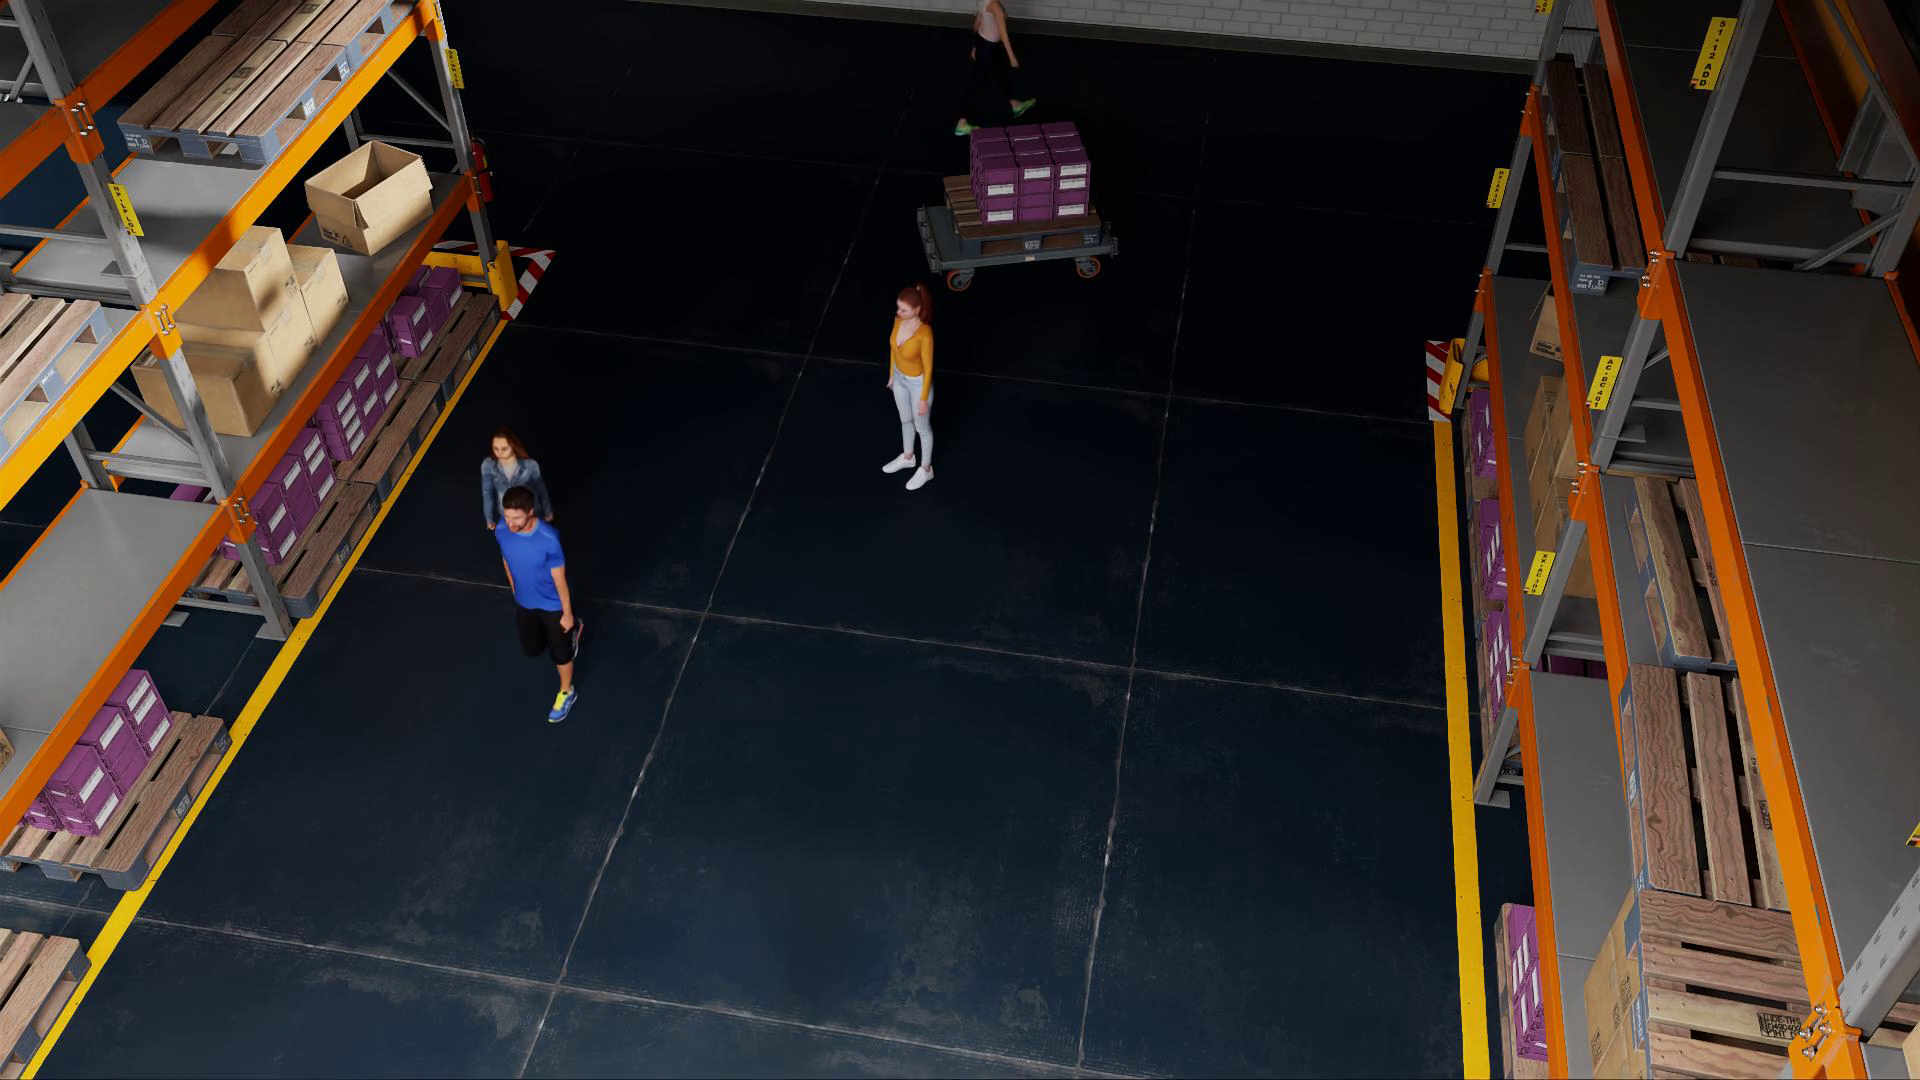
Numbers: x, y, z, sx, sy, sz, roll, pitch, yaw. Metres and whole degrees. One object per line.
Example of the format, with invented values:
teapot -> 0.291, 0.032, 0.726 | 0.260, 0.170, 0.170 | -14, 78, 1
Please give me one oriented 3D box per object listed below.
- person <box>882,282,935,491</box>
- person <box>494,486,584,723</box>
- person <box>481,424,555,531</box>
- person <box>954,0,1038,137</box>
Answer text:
person -> -0.339, -1.143, 12.115 | 0.742, 1.757, 0.693 | -30, 51, -28
person -> -2.590, 0.324, 10.506 | 0.661, 1.853, 0.934 | 11, 45, 12
person -> -2.990, -0.237, 11.388 | 0.675, 1.449, 1.027 | 2, 44, 2
person -> 0.177, -4.609, 15.826 | 1.043, 1.657, 1.154 | -14, 45, -14
